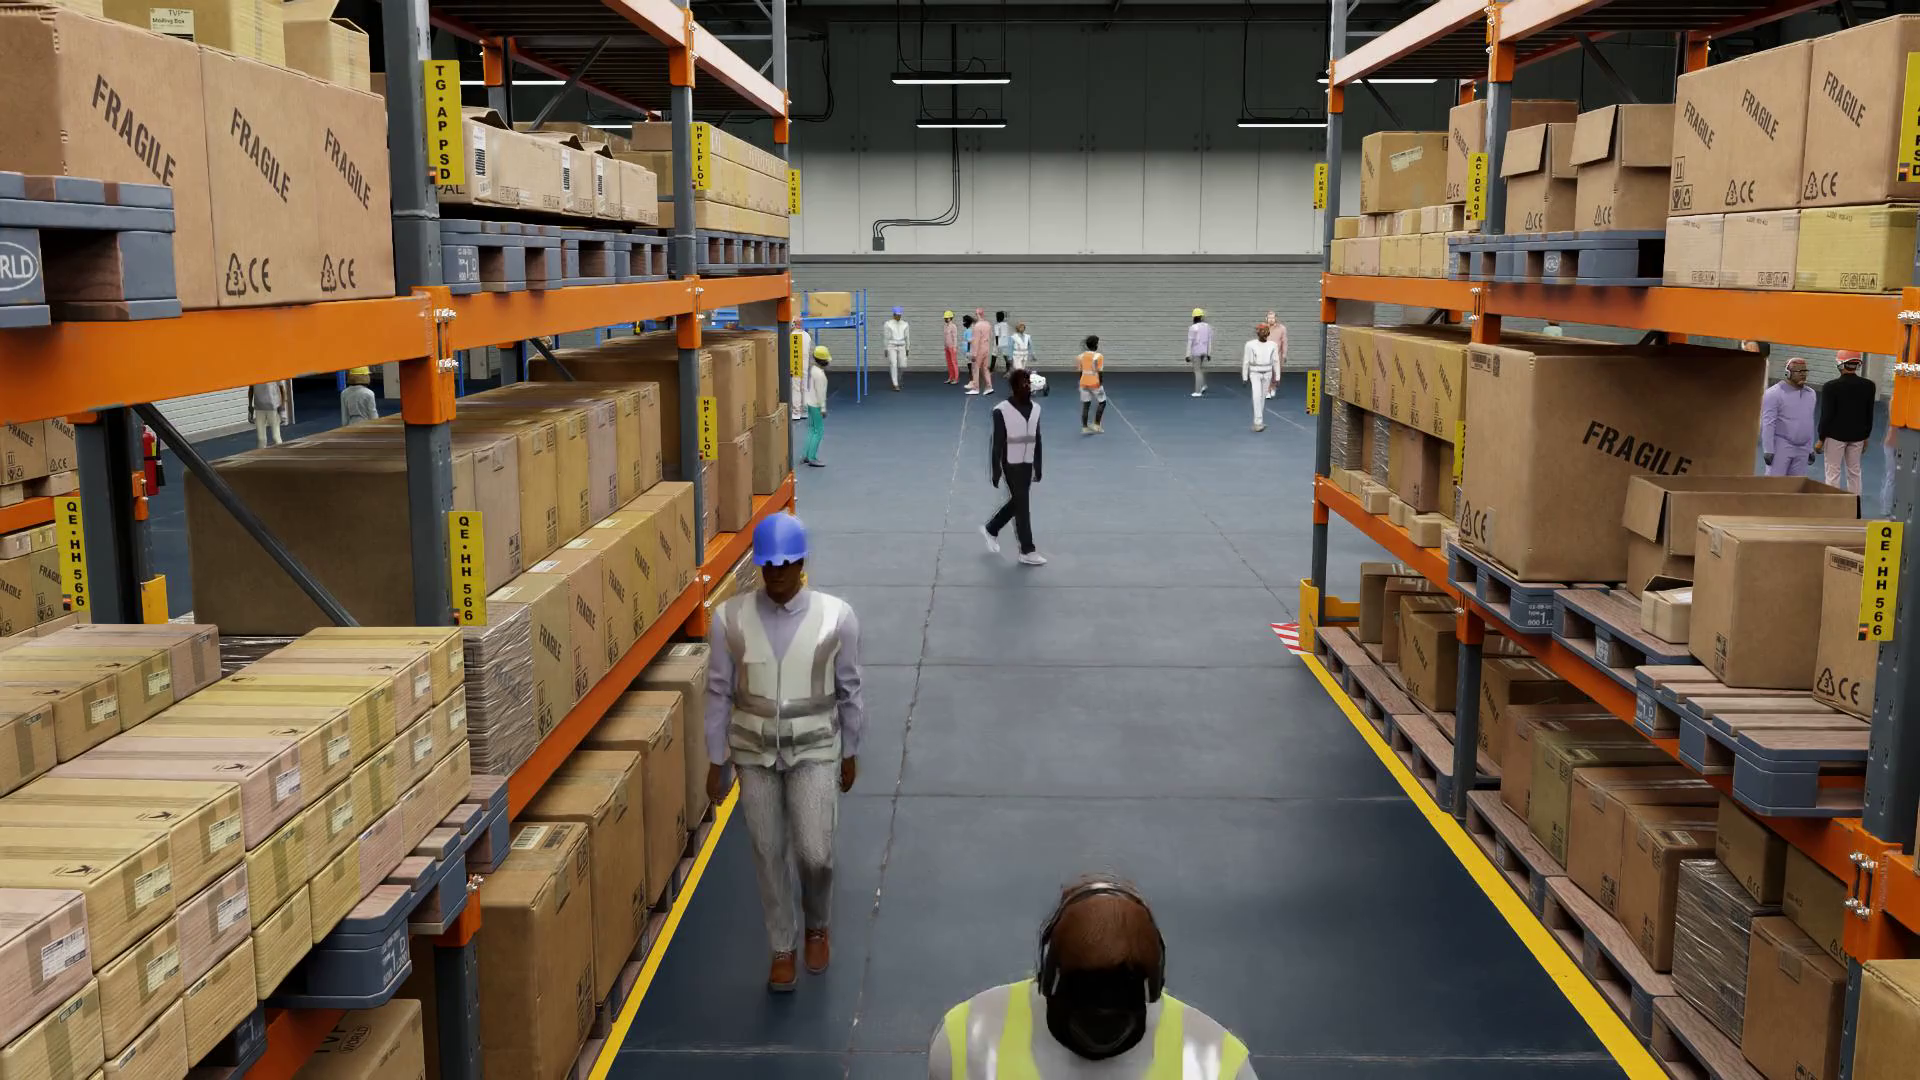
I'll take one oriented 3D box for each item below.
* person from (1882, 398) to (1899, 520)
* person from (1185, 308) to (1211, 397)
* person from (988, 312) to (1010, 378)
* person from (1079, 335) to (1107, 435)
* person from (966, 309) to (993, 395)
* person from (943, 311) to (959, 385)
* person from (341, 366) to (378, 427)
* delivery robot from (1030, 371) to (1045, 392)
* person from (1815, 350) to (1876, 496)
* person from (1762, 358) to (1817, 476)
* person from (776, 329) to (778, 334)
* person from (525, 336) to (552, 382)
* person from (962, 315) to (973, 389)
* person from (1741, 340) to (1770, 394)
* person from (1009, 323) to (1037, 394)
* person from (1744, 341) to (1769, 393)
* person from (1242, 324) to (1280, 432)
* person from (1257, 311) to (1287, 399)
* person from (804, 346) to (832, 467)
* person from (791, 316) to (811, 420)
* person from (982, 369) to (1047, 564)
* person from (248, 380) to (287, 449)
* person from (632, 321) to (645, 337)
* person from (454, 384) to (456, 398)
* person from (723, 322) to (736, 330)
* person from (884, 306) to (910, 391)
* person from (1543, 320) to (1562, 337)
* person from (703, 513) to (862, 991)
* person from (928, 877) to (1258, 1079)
[{"bbox_3d":[10.491,-1.038,18.472,0.522,1.741,0.382,-4,10,-22],"label":"person"},{"bbox_3d":[5.141,-4.062,36.051,0.622,1.909,0.458,-7,12,-36],"label":"person"},{"bbox_3d":[0.970,-4.921,41.963,0.542,1.658,0.854,-9,13,-43],"label":"person"},{"bbox_3d":[2.250,-2.593,27.958,0.531,1.666,0.559,-9,13,-43],"label":"person"},{"bbox_3d":[0.448,-4.127,36.655,0.484,1.919,0.664,5,11,27],"label":"person"},{"bbox_3d":[-0.248,-4.611,39.840,0.367,1.756,0.533,-5,11,-28],"label":"person"},{"bbox_3d":[-7.055,-1.237,19.641,0.492,1.742,0.320,4,10,22],"label":"person"},{"bbox_3d":[1.609,-3.427,36.159,0.477,0.478,0.707,3,10,19],"label":"delivery robot"},{"bbox_3d":[9.704,-1.133,18.270,0.609,1.995,0.376,-1,10,-6],"label":"person"},{"bbox_3d":[8.743,-0.963,17.514,0.643,1.909,0.410,-3,10,-18],"label":"person"},{"bbox_3d":[-4.257,-4.721,40.031,0.859,1.917,0.547,0,9,3],"label":"person"},{"bbox_3d":[-5.587,-1.809,22.482,0.635,1.938,0.361,2,10,11],"label":"person"},{"bbox_3d":[0.214,-4.341,38.405,0.325,1.686,0.531,0,9,-2],"label":"person"},{"bbox_3d":[16.099,-3.676,33.491,0.713,2.000,0.792,-9,13,-43],"label":"person"},{"bbox_3d":[1.353,-3.931,36.245,0.525,1.585,0.885,-7,12,-35],"label":"person"},{"bbox_3d":[12.875,-2.423,27.086,0.526,1.620,0.380,2,10,14],"label":"person"},{"bbox_3d":[5.204,-2.767,28.488,0.611,1.843,0.924,-2,10,-9],"label":"person"},{"bbox_3d":[6.692,-3.985,35.723,0.636,1.872,0.836,1,9,4],"label":"person"},{"bbox_3d":[-2.027,-1.913,23.758,0.389,1.718,0.683,-2,10,-12],"label":"person"},{"bbox_3d":[-3.030,-3.179,30.788,0.408,1.908,0.641,5,11,27],"label":"person"},{"bbox_3d":[0.521,-0.748,16.318,0.597,1.888,0.909,-9,13,-44],"label":"person"},{"bbox_3d":[-9.282,-1.737,22.266,0.535,1.868,0.309,1,9,3],"label":"person"},{"bbox_3d":[-5.818,-3.111,30.552,0.604,1.855,0.516,2,10,14],"label":"person"},{"bbox_3d":[-5.631,-0.973,18.368,0.315,1.641,0.515,-1,10,-8],"label":"person"},{"bbox_3d":[-4.150,-3.028,30.119,0.488,1.825,0.626,2,10,10],"label":"person"},{"bbox_3d":[-1.444,-4.362,37.817,0.617,1.930,0.499,-3,10,-20],"label":"person"},{"bbox_3d":[14.218,-4.568,39.922,0.284,1.633,0.498,-8,12,-39],"label":"person"},{"bbox_3d":[-0.708,0.846,6.593,0.621,1.928,0.444,0,9,3],"label":"person"},{"bbox_3d":[0.231,1.501,3.032,0.652,1.811,0.725,1,10,5],"label":"person"}]
